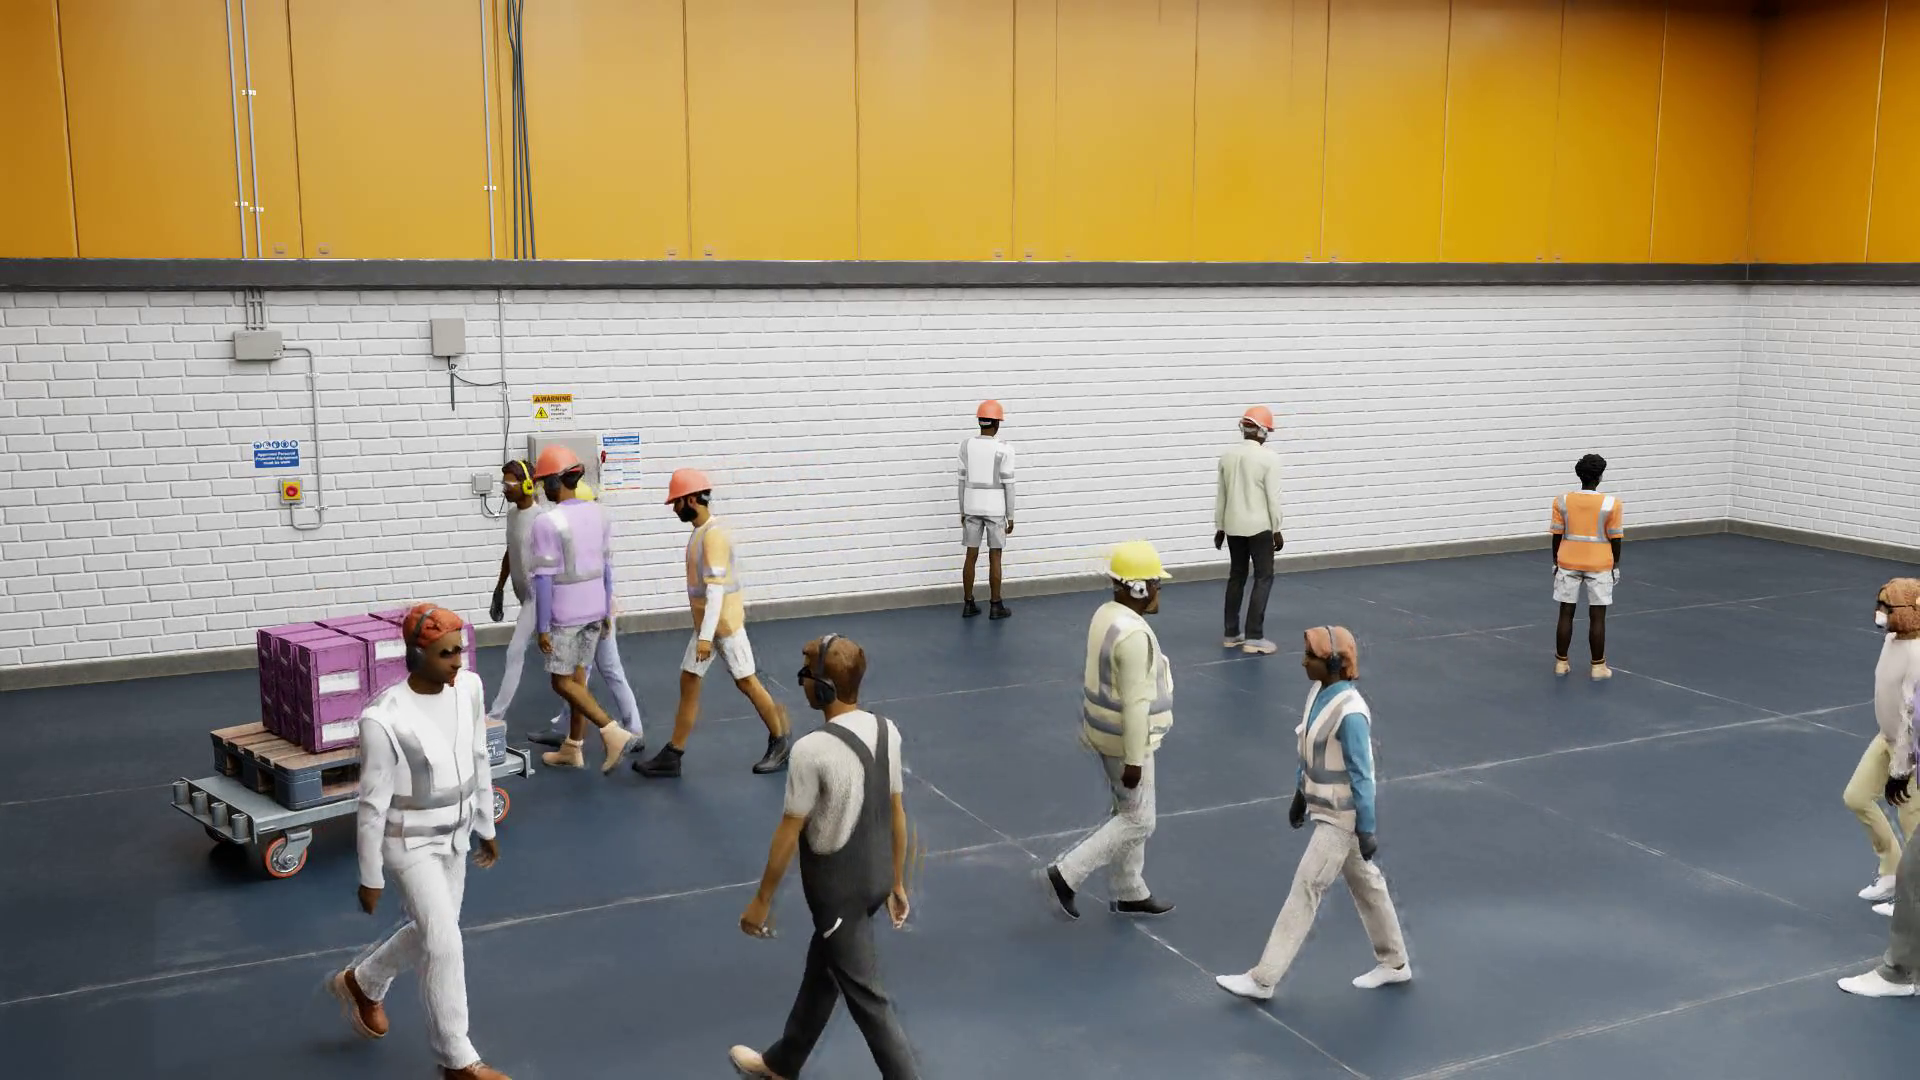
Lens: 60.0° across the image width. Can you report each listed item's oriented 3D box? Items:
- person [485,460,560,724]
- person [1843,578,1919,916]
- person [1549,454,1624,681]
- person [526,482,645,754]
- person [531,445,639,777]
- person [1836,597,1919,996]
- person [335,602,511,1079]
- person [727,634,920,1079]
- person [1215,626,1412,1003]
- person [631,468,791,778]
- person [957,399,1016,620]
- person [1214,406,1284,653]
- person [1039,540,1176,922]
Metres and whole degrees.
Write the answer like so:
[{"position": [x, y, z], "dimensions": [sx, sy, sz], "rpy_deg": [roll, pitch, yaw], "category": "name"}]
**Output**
[{"position": [-2.869, 0.375, 10.947], "dimensions": [0.997, 1.815, 0.550], "rpy_deg": [-7, 12, -39], "category": "person"}, {"position": [4.416, 0.979, 7.795], "dimensions": [0.402, 1.616, 0.512], "rpy_deg": [1, 9, 7], "category": "person"}, {"position": [4.661, 0.202, 12.393], "dimensions": [0.532, 1.693, 0.319], "rpy_deg": [7, 11, 35], "category": "person"}, {"position": [-2.373, 0.496, 10.391], "dimensions": [0.829, 1.731, 0.557], "rpy_deg": [-1, 9, -6], "category": "person"}, {"position": [-2.255, 0.438, 9.968], "dimensions": [0.703, 2.018, 0.620], "rpy_deg": [5, 10, 28], "category": "person"}, {"position": [4.173, 1.000, 6.835], "dimensions": [0.849, 1.893, 0.606], "rpy_deg": [2, 9, 10], "category": "person"}, {"position": [-2.065, 1.122, 6.204], "dimensions": [0.849, 1.860, 0.613], "rpy_deg": [4, 10, 22], "category": "person"}, {"position": [-0.438, 1.214, 5.803], "dimensions": [0.992, 1.793, 0.534], "rpy_deg": [5, 11, 30], "category": "person"}, {"position": [1.519, 1.136, 6.916], "dimensions": [0.884, 1.585, 0.519], "rpy_deg": [0, 9, -1], "category": "person"}, {"position": [-1.455, 0.508, 9.981], "dimensions": [0.983, 1.869, 0.672], "rpy_deg": [-4, 10, -25], "category": "person"}, {"position": [0.241, -0.265, 14.569], "dimensions": [0.540, 1.929, 0.380], "rpy_deg": [3, 10, 21], "category": "person"}, {"position": [2.304, -0.082, 13.307], "dimensions": [0.557, 1.966, 0.711], "rpy_deg": [-8, 12, -39], "category": "person"}, {"position": [0.698, 0.901, 7.665], "dimensions": [0.594, 1.818, 0.599], "rpy_deg": [-1, 9, -8], "category": "person"}]
